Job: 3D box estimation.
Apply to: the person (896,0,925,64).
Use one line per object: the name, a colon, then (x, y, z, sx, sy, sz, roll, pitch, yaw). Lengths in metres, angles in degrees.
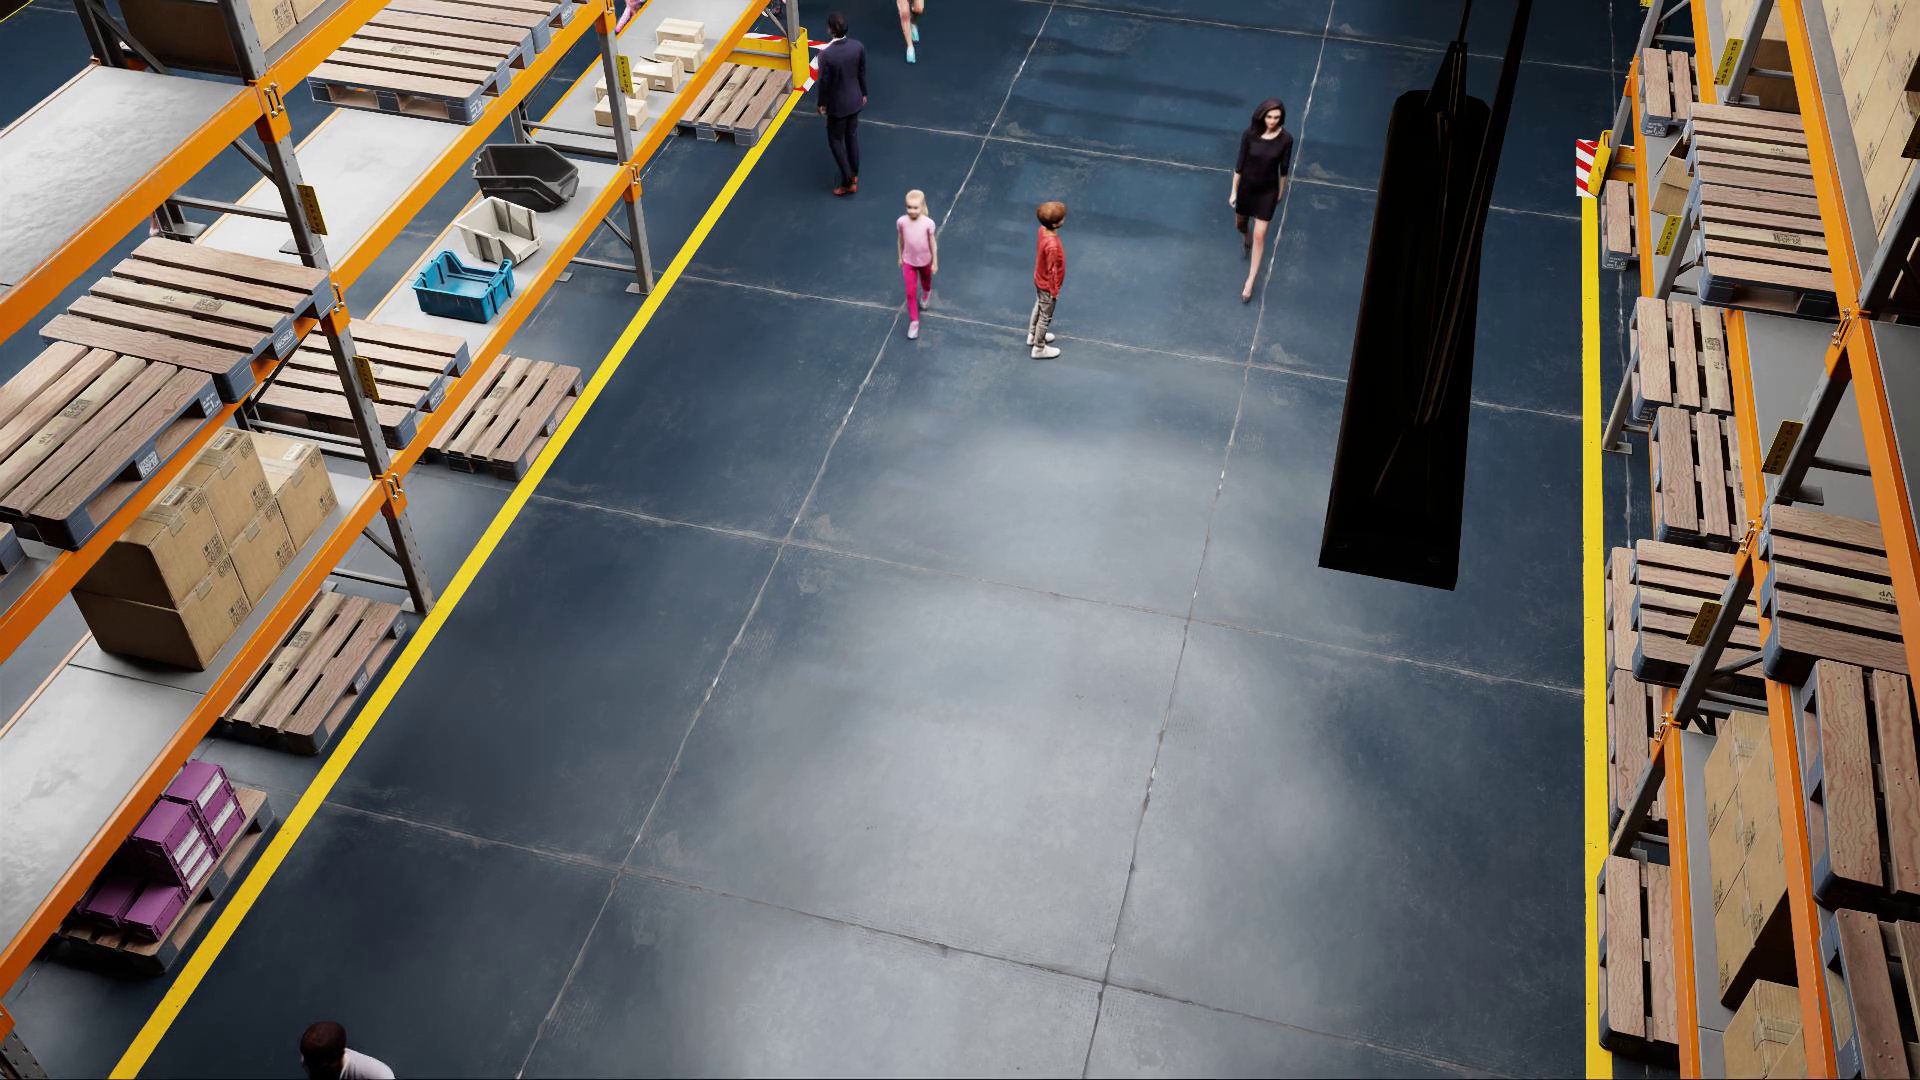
person: (-0.582, -5.803, 17.072, 0.802, 1.752, 0.910, -13, 45, -13)

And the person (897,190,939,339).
person: (-0.342, -2.360, 13.820, 0.585, 1.254, 0.898, 4, 44, 4)

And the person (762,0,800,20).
person: (-1.969, -6.513, 17.732, 0.795, 1.872, 0.644, 30, 51, 28)

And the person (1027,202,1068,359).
person: (0.699, -2.110, 13.442, 0.649, 1.413, 0.540, -7, 44, -8)

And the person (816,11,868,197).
person: (-1.073, -3.979, 15.176, 0.824, 1.728, 0.892, -21, 48, -21)

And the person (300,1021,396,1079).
person: (-2.741, 2.778, 8.020, 0.708, 1.815, 1.197, 12, 45, 12)

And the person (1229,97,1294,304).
person: (2.515, -2.948, 14.059, 0.641, 1.775, 1.088, 13, 45, 14)
